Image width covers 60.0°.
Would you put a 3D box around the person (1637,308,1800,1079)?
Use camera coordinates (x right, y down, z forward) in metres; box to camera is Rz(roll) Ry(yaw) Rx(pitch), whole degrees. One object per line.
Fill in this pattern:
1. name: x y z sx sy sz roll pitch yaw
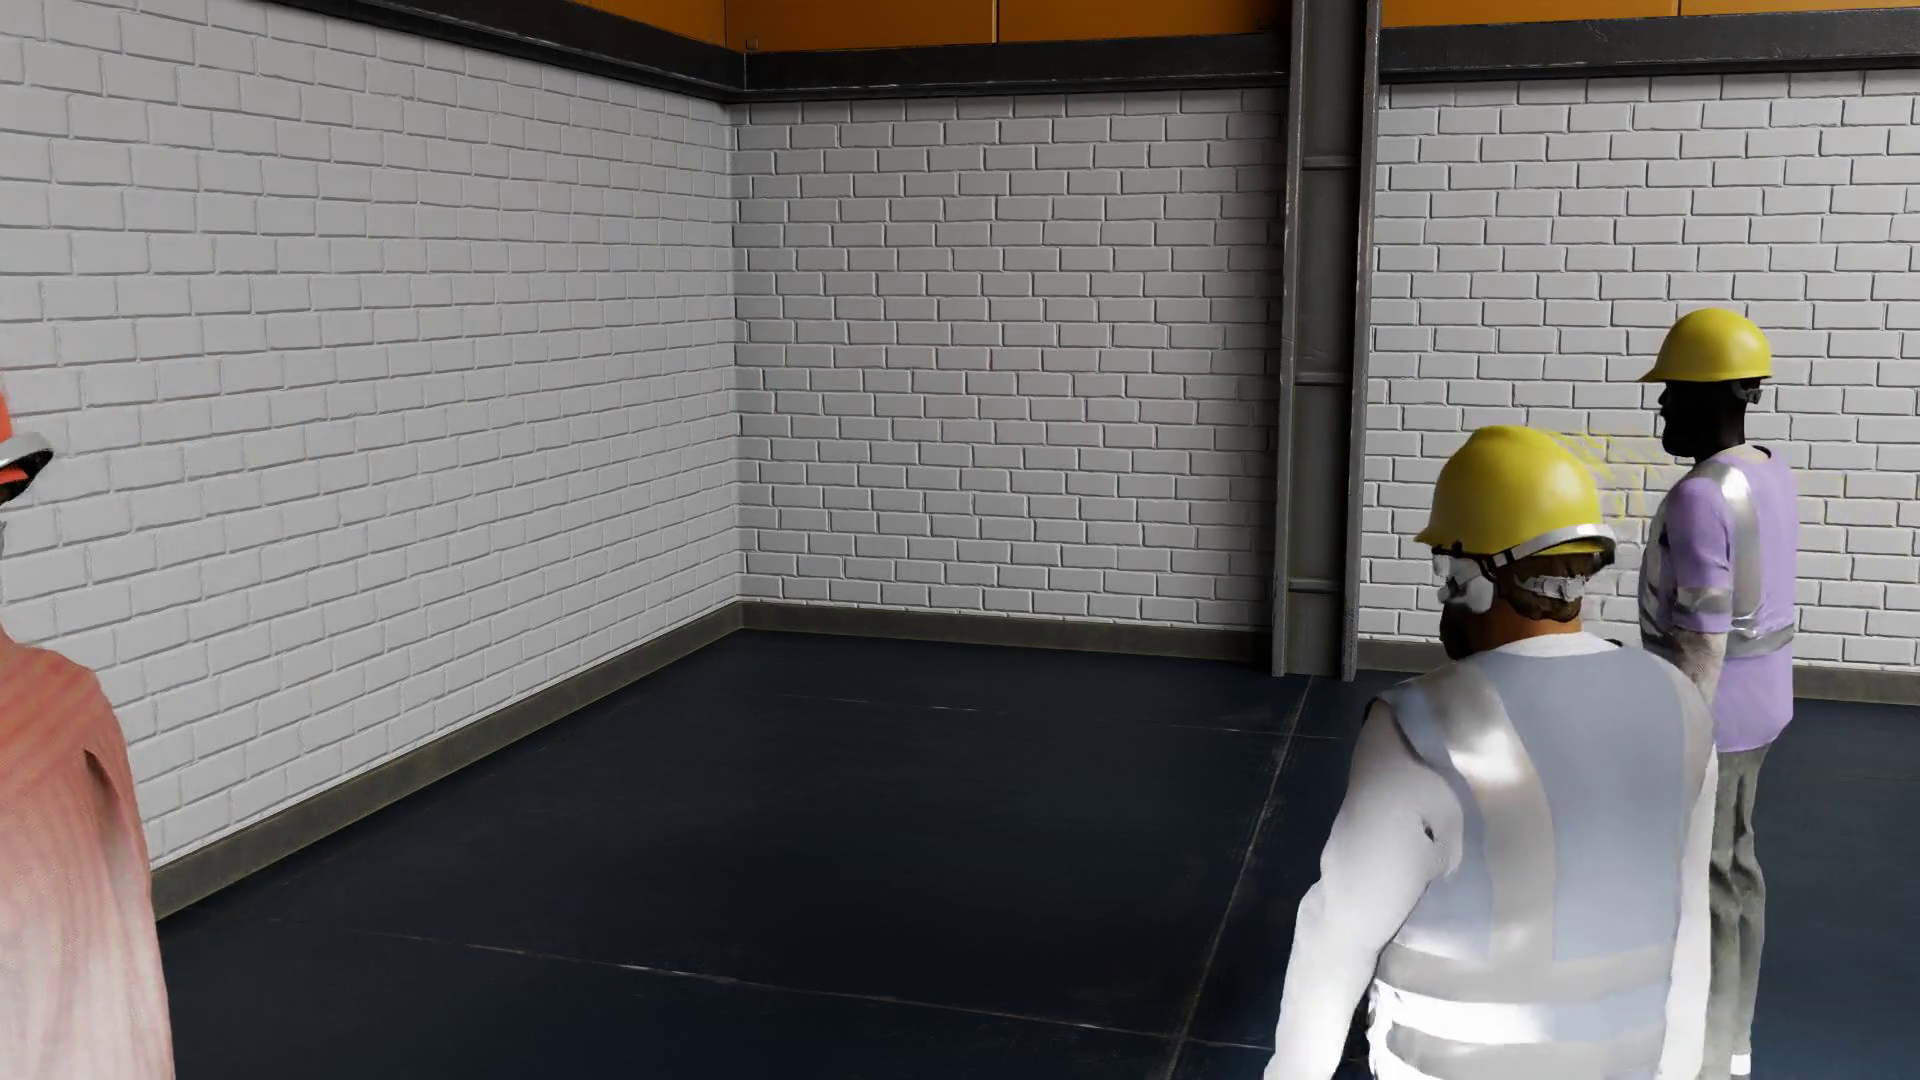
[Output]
1. person: 1.765 0.417 3.978 0.388 1.926 0.590 8 12 40

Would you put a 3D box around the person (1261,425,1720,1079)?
1. person: 0.715 0.735 2.446 0.615 1.797 0.832 -5 11 -30

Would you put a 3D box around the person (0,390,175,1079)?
1. person: -0.963 0.770 1.627 0.399 1.992 0.624 -2 10 -15
